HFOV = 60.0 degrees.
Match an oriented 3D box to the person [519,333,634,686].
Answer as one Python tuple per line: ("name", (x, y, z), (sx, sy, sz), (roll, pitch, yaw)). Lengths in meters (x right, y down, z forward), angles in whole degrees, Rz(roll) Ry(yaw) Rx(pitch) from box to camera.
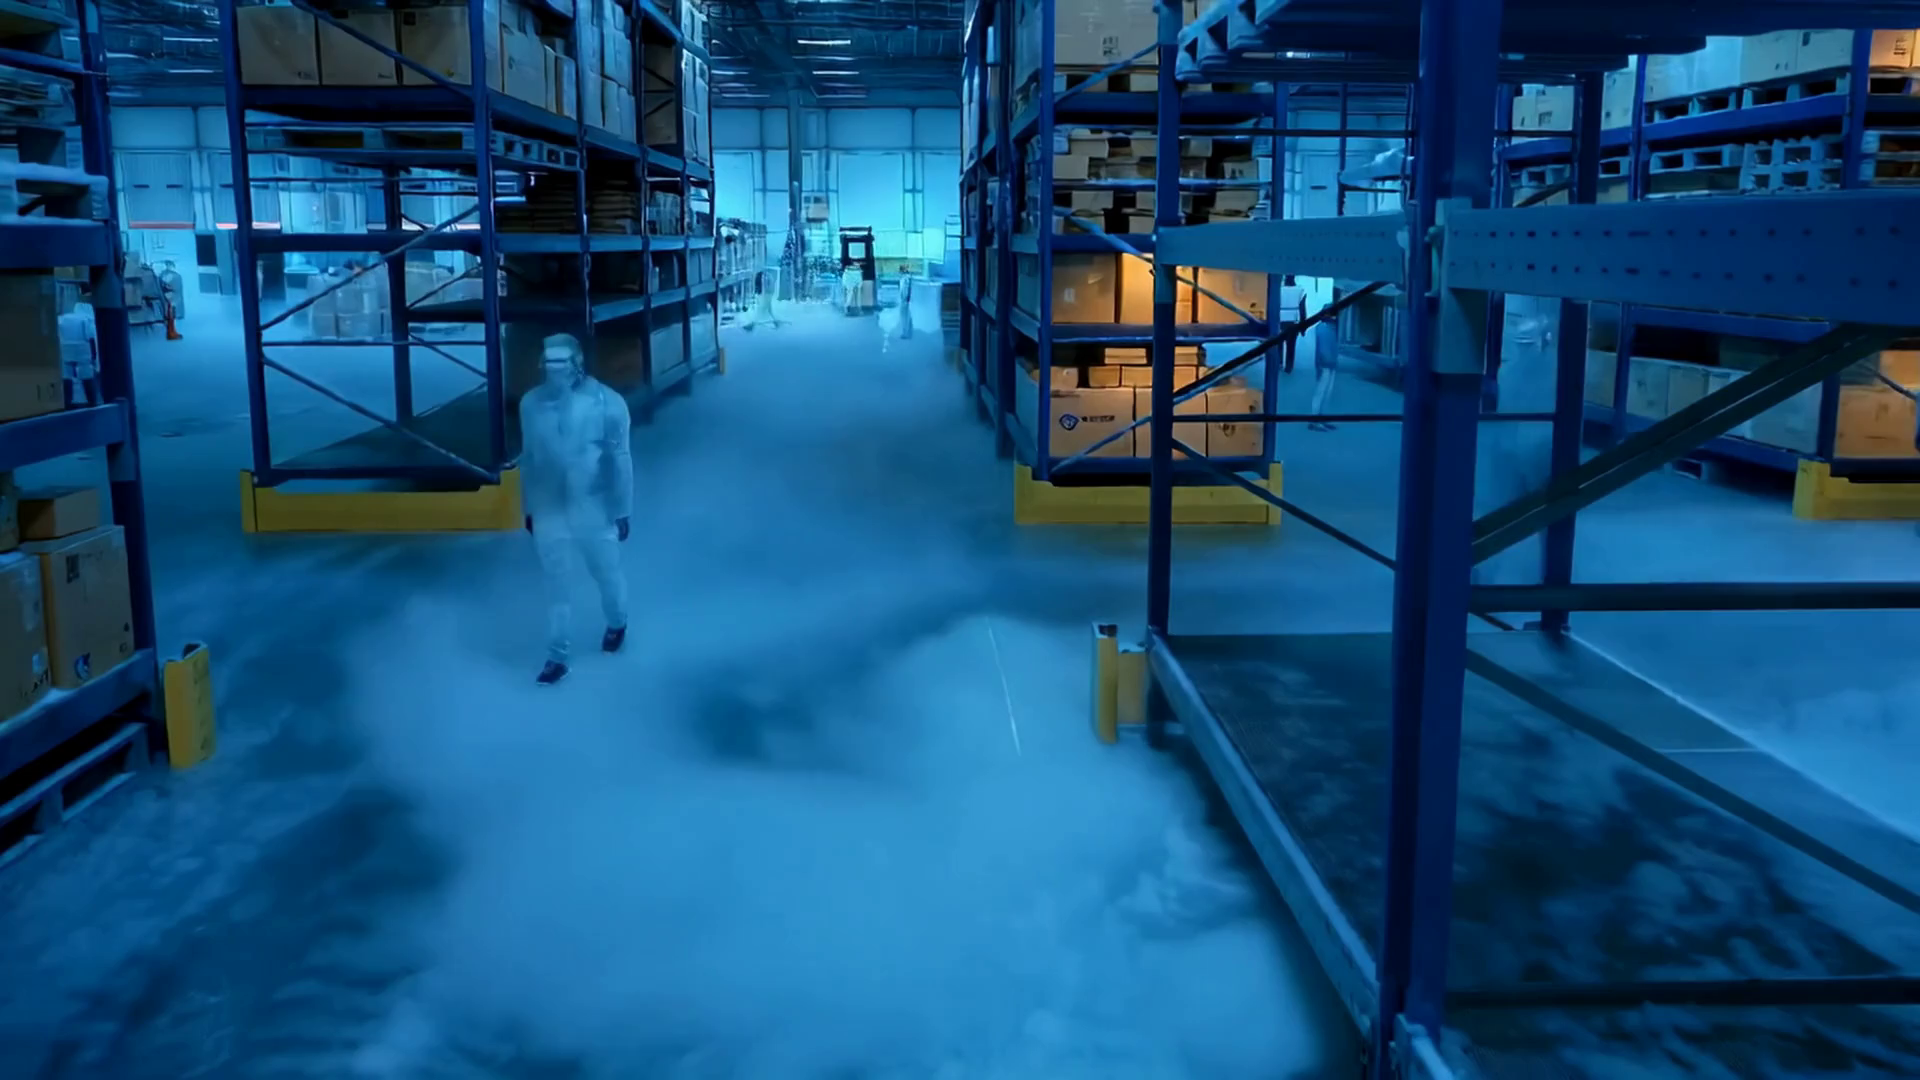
("person", (-2.094, -0.211, 9.147), (0.653, 1.868, 0.970), (1, 10, 7))

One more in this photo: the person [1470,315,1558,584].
("person", (3.615, -0.511, 10.783), (0.951, 1.860, 0.678), (-6, 12, -32))

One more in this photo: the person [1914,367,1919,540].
("person", (7.499, -0.788, 12.475), (0.455, 1.828, 0.625), (-3, 11, -16))

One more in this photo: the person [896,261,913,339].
("person", (-1.314, -5.756, 39.997), (0.333, 1.873, 0.520), (-5, 11, -27))

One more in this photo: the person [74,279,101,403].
("person", (-12.247, -2.778, 23.542), (0.617, 1.818, 0.429), (-1, 10, -5))

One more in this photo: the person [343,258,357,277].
("person", (-18.219, -7.508, 49.806), (0.503, 1.861, 0.328), (4, 11, 21))

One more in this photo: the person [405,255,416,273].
("person", (-20.692, -9.776, 62.534), (0.634, 1.829, 0.436), (5, 11, 26))

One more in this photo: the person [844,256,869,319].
("person", (-3.165, -7.669, 50.568), (0.658, 1.894, 0.990), (-8, 13, -39))

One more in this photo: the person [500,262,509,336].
("person", (-8.700, -4.387, 32.117), (0.609, 1.960, 0.371), (1, 10, 5))

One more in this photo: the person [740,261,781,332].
("person", (-5.178, -6.342, 43.351), (1.081, 1.842, 0.618), (-4, 11, -21))

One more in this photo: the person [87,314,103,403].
("person", (-11.515, -2.485, 22.359), (0.703, 1.665, 0.543), (9, 13, 40))

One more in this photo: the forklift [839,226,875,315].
("forklift", (-3.281, -8.595, 53.002), (1.129, 2.768, 1.873), (0, 10, -2))

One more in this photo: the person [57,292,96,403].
("person", (-11.504, -2.367, 21.595), (0.535, 1.699, 0.322), (-5, 11, -28))

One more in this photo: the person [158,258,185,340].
("person", (-18.896, -5.765, 39.850), (0.350, 1.942, 0.545), (3, 11, 16))

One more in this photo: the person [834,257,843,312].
("person", (-3.873, -8.538, 55.624), (0.655, 1.827, 0.535), (0, 10, 0))

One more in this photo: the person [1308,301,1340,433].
("person", (4.486, -2.122, 20.453), (0.290, 1.623, 0.501), (6, 12, 32))

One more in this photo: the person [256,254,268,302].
("person", (-27.123, -10.182, 64.481), (0.741, 1.924, 0.643), (6, 12, 30))

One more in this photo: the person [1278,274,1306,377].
("person", (5.718, -3.788, 29.048), (0.620, 1.860, 1.015), (1, 10, 5))
